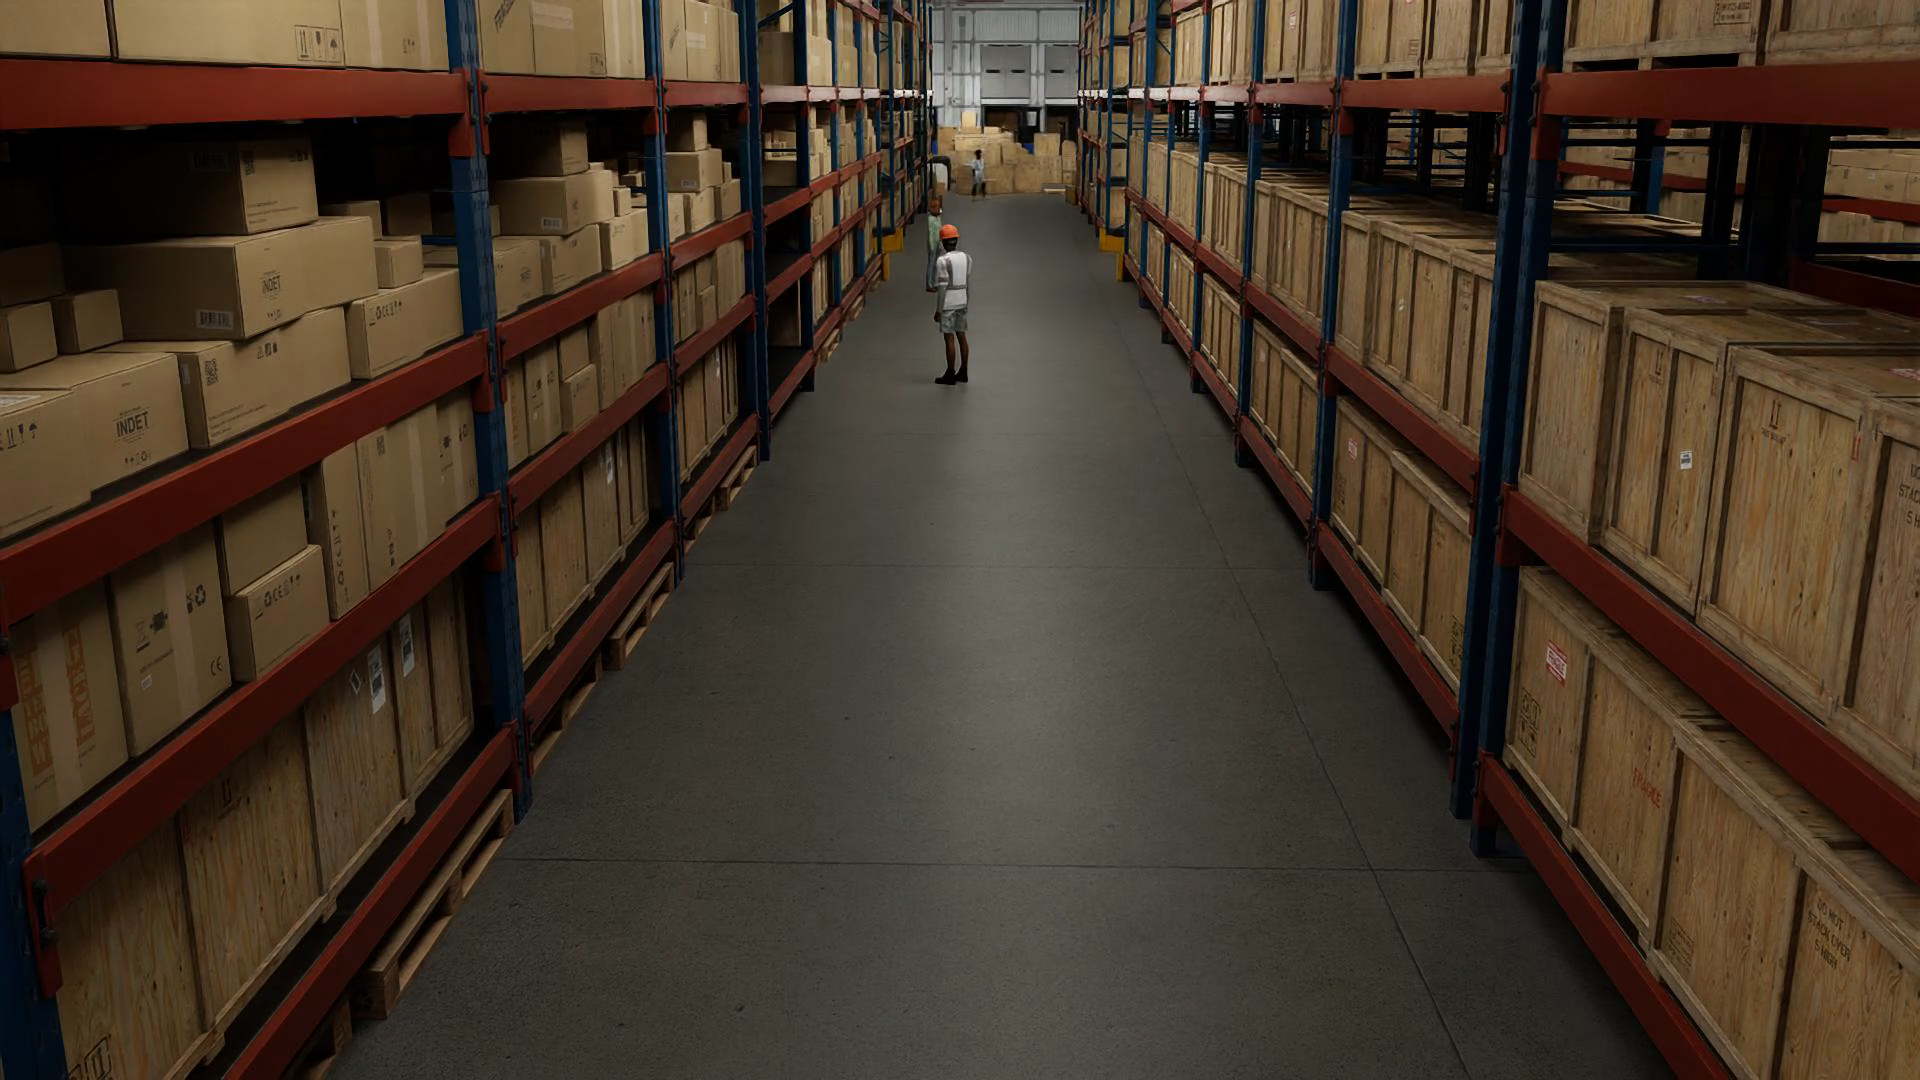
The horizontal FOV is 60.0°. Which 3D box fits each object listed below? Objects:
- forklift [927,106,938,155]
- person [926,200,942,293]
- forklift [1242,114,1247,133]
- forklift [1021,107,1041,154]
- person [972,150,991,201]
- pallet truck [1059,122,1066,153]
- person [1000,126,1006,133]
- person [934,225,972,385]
[{"bbox_3d":[-1.526,-20.314,83.372,1.129,2.768,1.873,-14,20,-41],"label":"forklift"},{"bbox_3d":[-0.450,-5.220,29.601,0.280,1.625,0.493,6,16,20],"label":"person"},{"bbox_3d":[9.945,-13.322,57.357,1.873,2.768,1.129,-8,17,-27],"label":"forklift"},{"bbox_3d":[3.463,-19.675,80.996,1.129,2.768,1.873,-7,17,-24],"label":"forklift"},{"bbox_3d":[0.665,-11.902,54.364,0.553,1.659,0.833,-12,19,-37],"label":"person"},{"bbox_3d":[5.788,-21.111,88.014,1.885,1.965,0.823,5,16,18],"label":"pallet truck"},{"bbox_3d":[2.289,-19.645,82.778,0.719,1.899,0.617,-6,16,-21],"label":"person"},{"bbox_3d":[-0.111,-2.852,20.211,0.374,1.928,0.543,14,20,42],"label":"person"}]
